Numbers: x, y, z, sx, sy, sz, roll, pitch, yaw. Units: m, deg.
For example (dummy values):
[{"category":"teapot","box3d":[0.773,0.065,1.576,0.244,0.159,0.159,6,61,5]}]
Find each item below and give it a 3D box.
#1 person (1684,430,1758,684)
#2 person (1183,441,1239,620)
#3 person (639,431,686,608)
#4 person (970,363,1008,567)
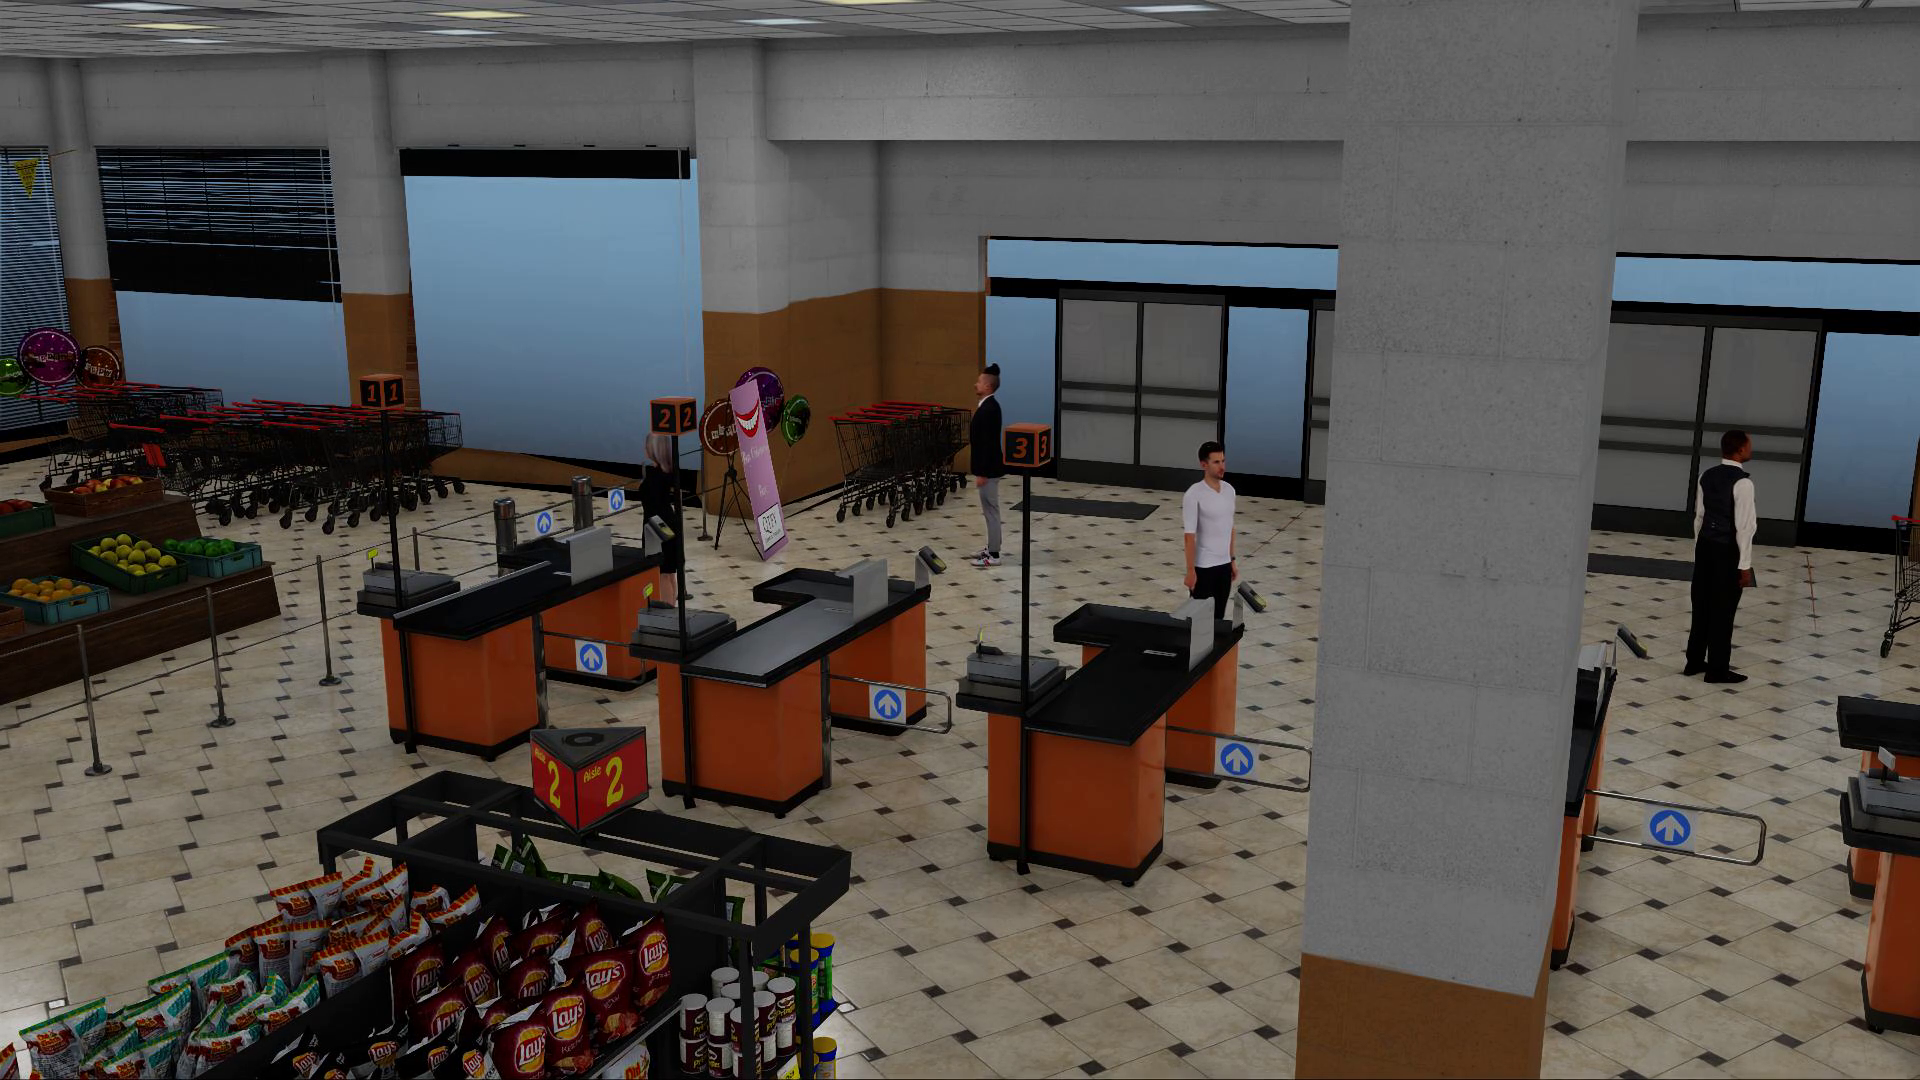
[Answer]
[{"category":"person","box3d":[5.744,0.115,12.553,0.830,1.919,0.764,-5,14,-18]},{"category":"person","box3d":[1.870,0.173,12.461,0.668,1.851,0.817,-11,17,-37]},{"category":"person","box3d":[-2.438,-0.037,13.547,0.739,1.747,0.627,0,14,2]},{"category":"person","box3d":[0.281,-0.729,15.974,0.846,1.948,0.686,1,14,3]}]
